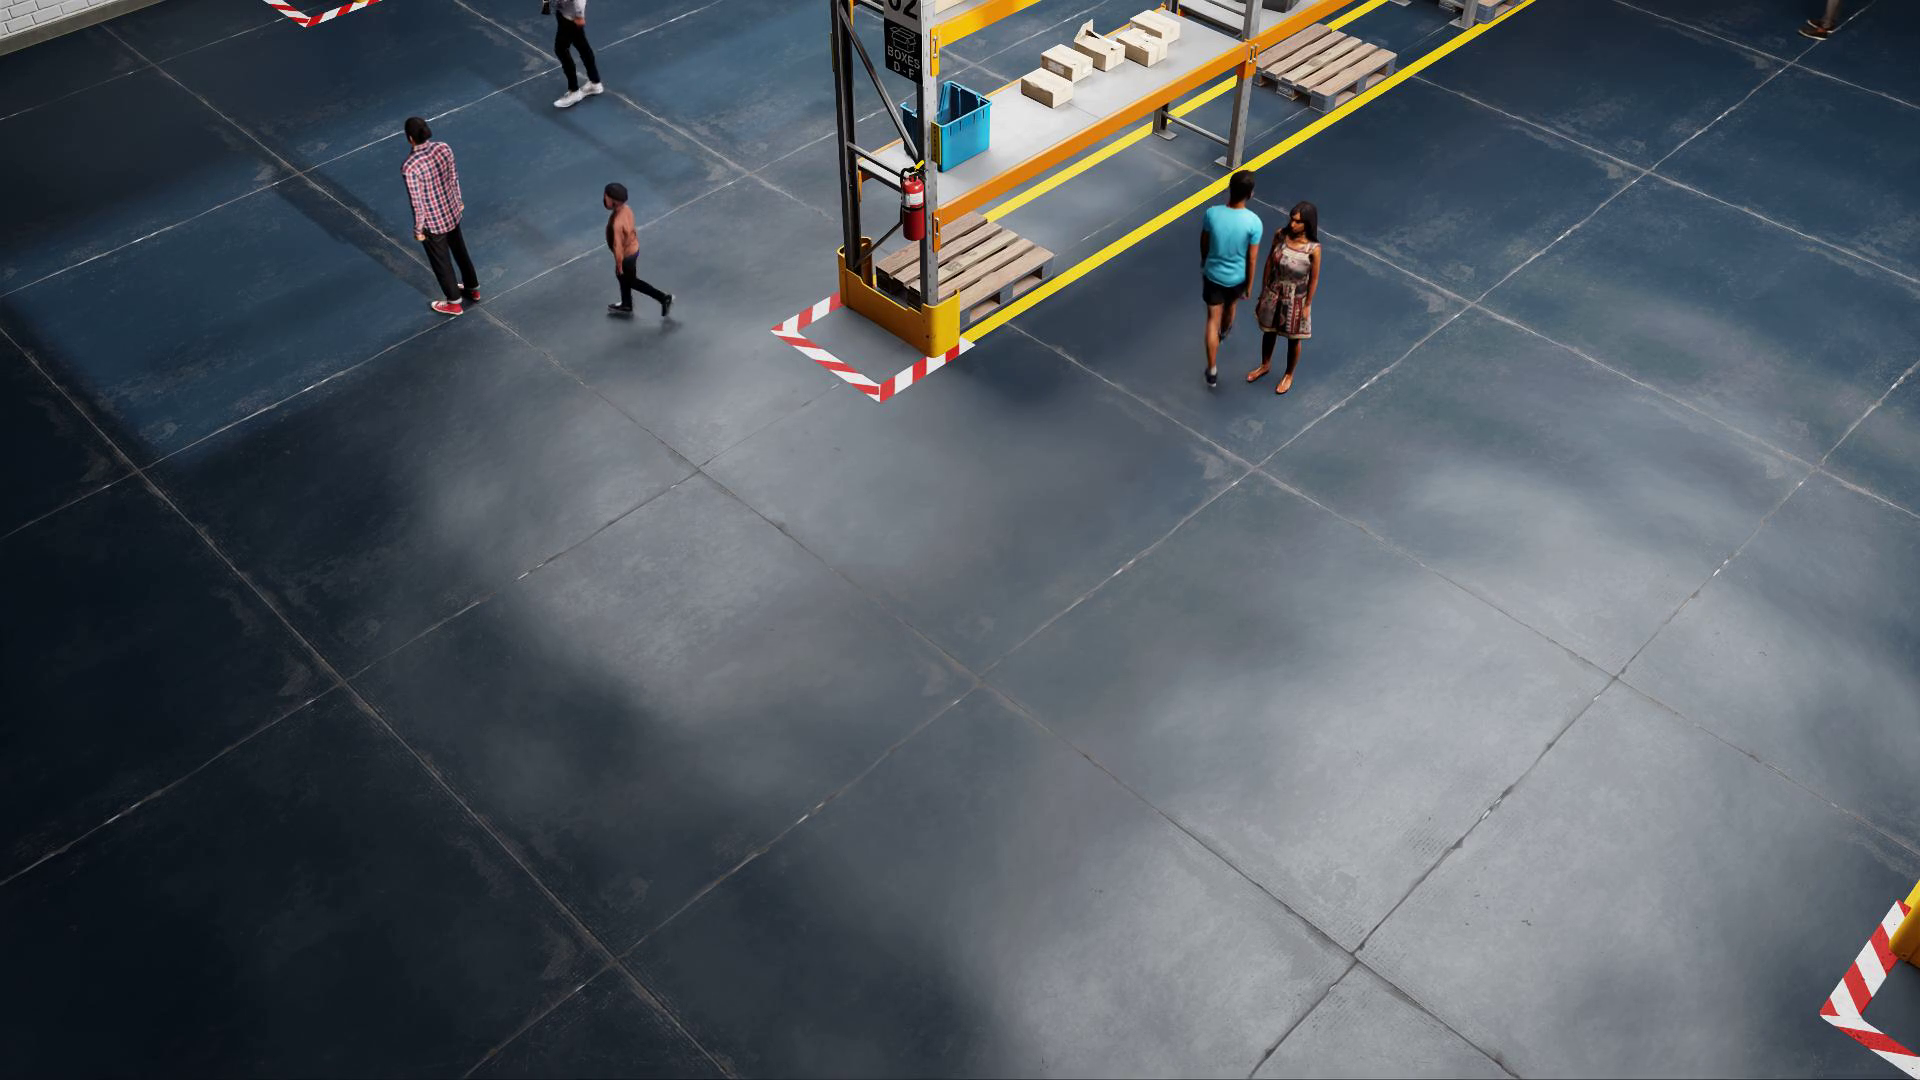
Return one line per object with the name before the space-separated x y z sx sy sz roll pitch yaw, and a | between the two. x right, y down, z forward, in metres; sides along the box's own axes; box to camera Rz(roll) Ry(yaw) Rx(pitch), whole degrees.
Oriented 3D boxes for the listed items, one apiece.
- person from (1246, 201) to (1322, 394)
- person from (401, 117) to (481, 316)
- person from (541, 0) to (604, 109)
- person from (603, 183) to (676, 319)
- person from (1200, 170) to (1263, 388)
person | 2.532 -1.887 12.806 0.675 1.645 0.566 28 50 26
person | -4.250 -2.644 13.517 0.828 1.761 0.638 20 47 20
person | -3.687 -5.155 16.045 0.881 1.909 0.815 -23 48 -22
person | -2.668 -2.334 13.569 0.885 1.238 0.834 2 44 2
person | 2.027 -1.964 12.824 0.958 1.732 1.164 10 45 11
